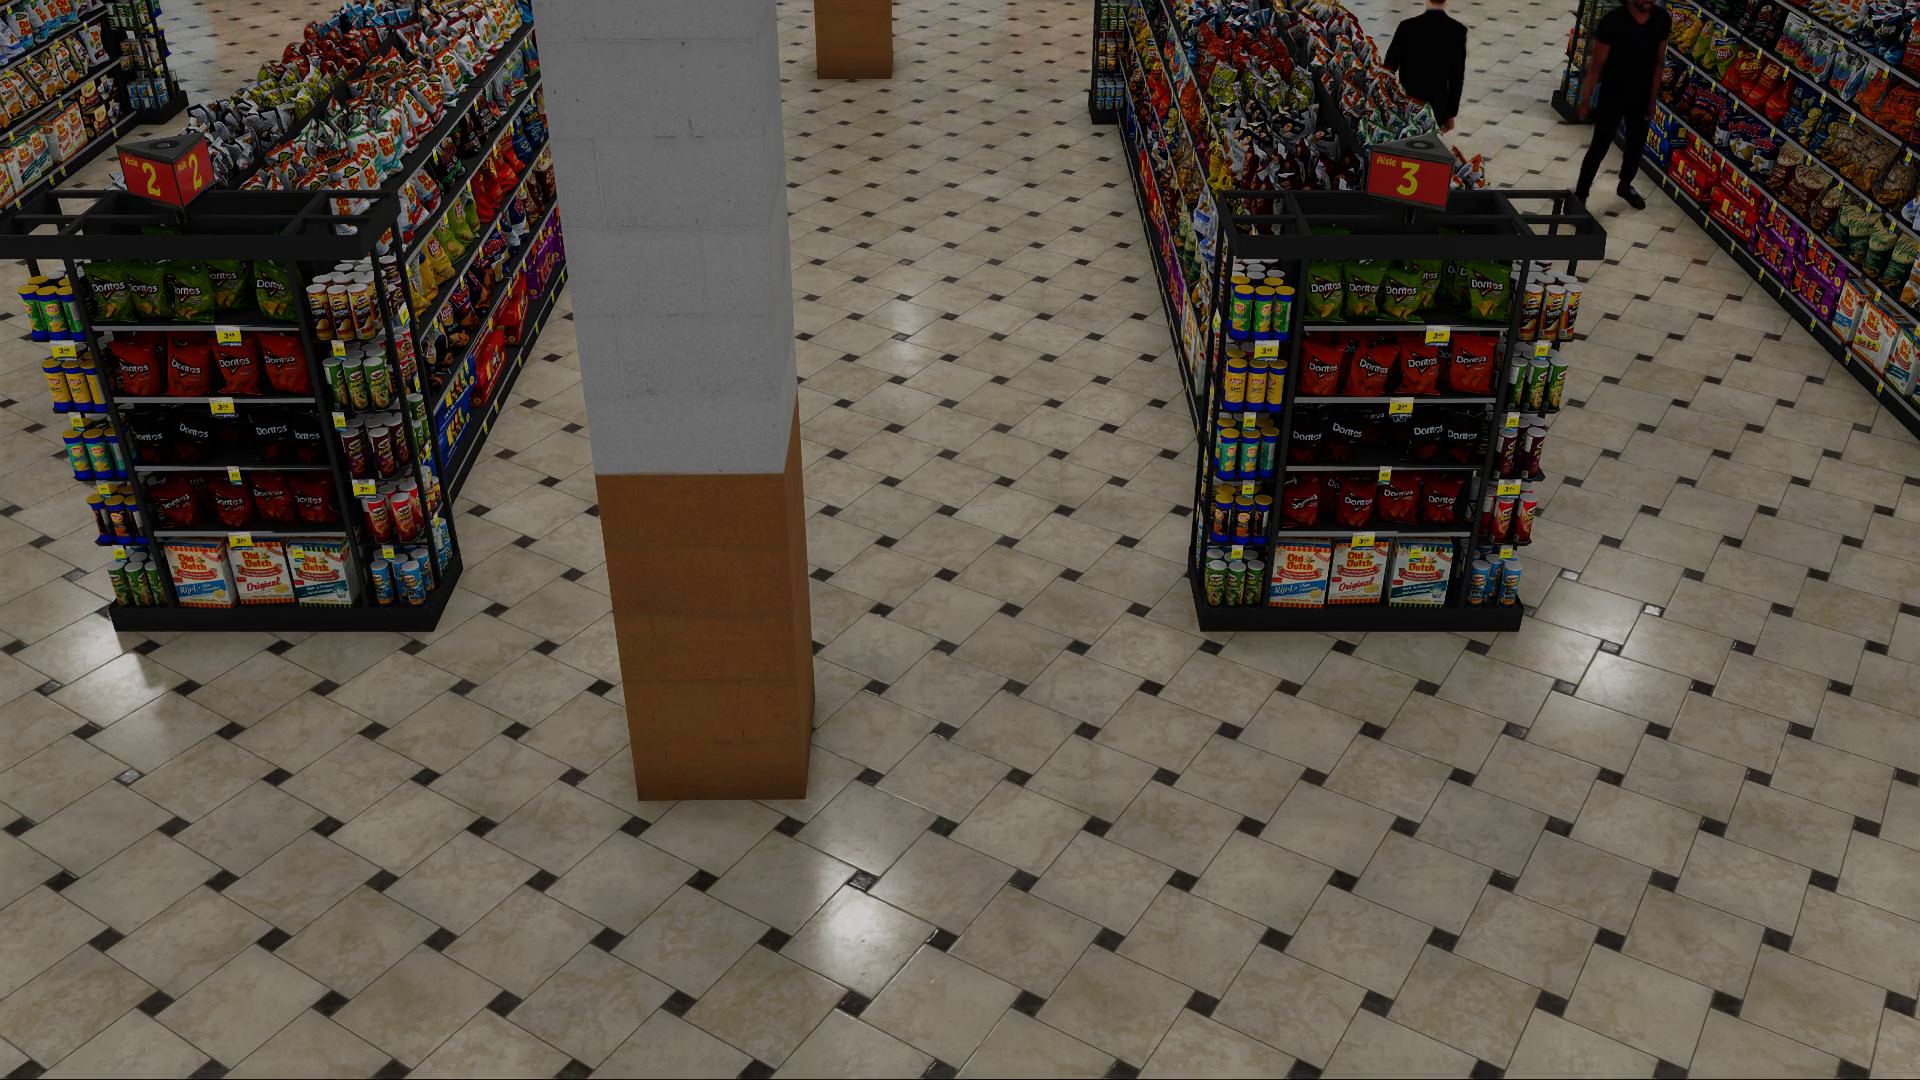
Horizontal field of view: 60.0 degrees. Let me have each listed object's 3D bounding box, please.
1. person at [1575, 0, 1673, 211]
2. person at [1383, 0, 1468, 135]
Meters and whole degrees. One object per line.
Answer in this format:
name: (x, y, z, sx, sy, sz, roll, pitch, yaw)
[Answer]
person: (4.792, -3.206, 12.069, 0.894, 1.804, 0.773, -2, 32, -3)
person: (3.238, -2.989, 11.680, 0.695, 1.846, 1.122, 0, 32, 0)
